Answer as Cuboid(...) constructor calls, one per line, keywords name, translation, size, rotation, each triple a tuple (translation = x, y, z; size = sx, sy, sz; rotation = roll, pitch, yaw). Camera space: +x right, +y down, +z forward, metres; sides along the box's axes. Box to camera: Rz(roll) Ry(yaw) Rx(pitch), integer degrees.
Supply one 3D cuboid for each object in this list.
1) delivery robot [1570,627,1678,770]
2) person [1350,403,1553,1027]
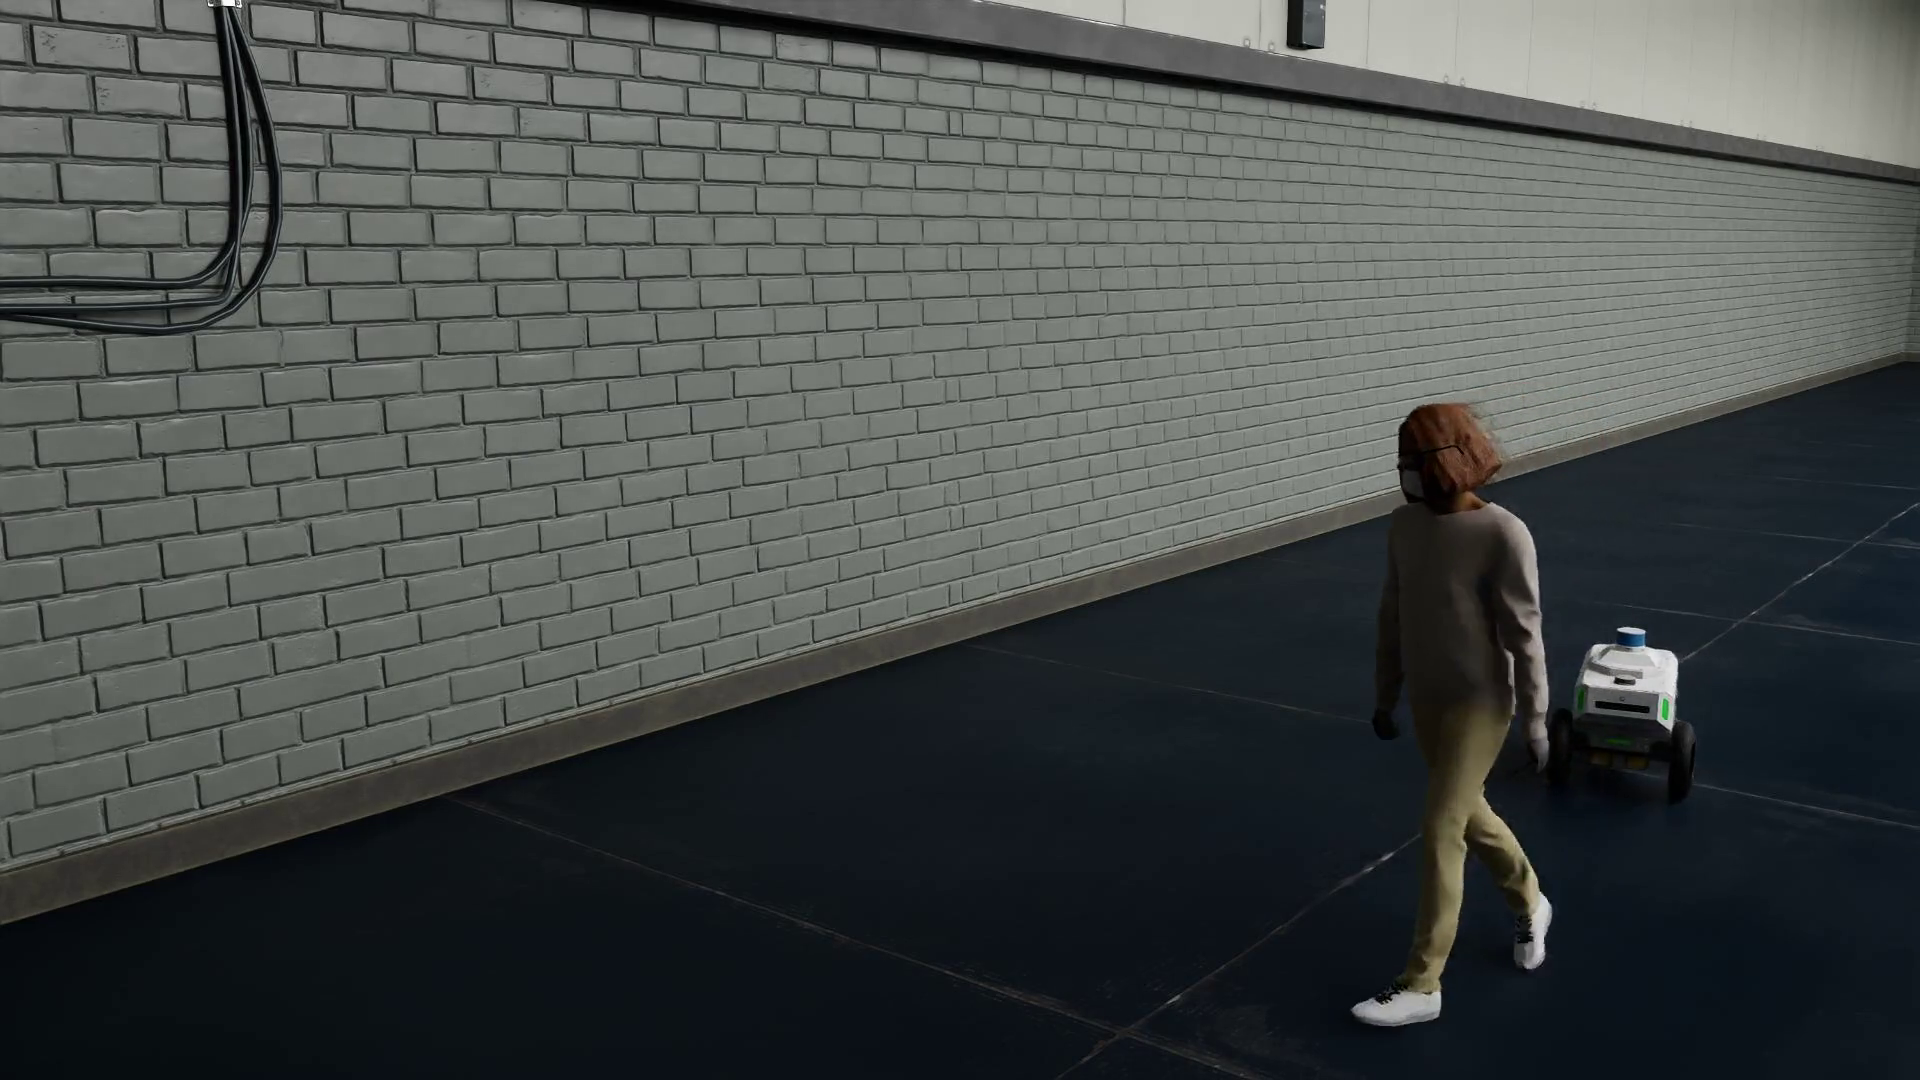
Cuboid(name="delivery robot", translation=(2.527, 0.575, 6.305), size=(0.477, 0.478, 0.707), rotation=(5, 11, 24))
Cuboid(name="person", translation=(1.362, 0.427, 4.409), size=(0.791, 1.586, 0.536), rotation=(-5, 12, -28))
